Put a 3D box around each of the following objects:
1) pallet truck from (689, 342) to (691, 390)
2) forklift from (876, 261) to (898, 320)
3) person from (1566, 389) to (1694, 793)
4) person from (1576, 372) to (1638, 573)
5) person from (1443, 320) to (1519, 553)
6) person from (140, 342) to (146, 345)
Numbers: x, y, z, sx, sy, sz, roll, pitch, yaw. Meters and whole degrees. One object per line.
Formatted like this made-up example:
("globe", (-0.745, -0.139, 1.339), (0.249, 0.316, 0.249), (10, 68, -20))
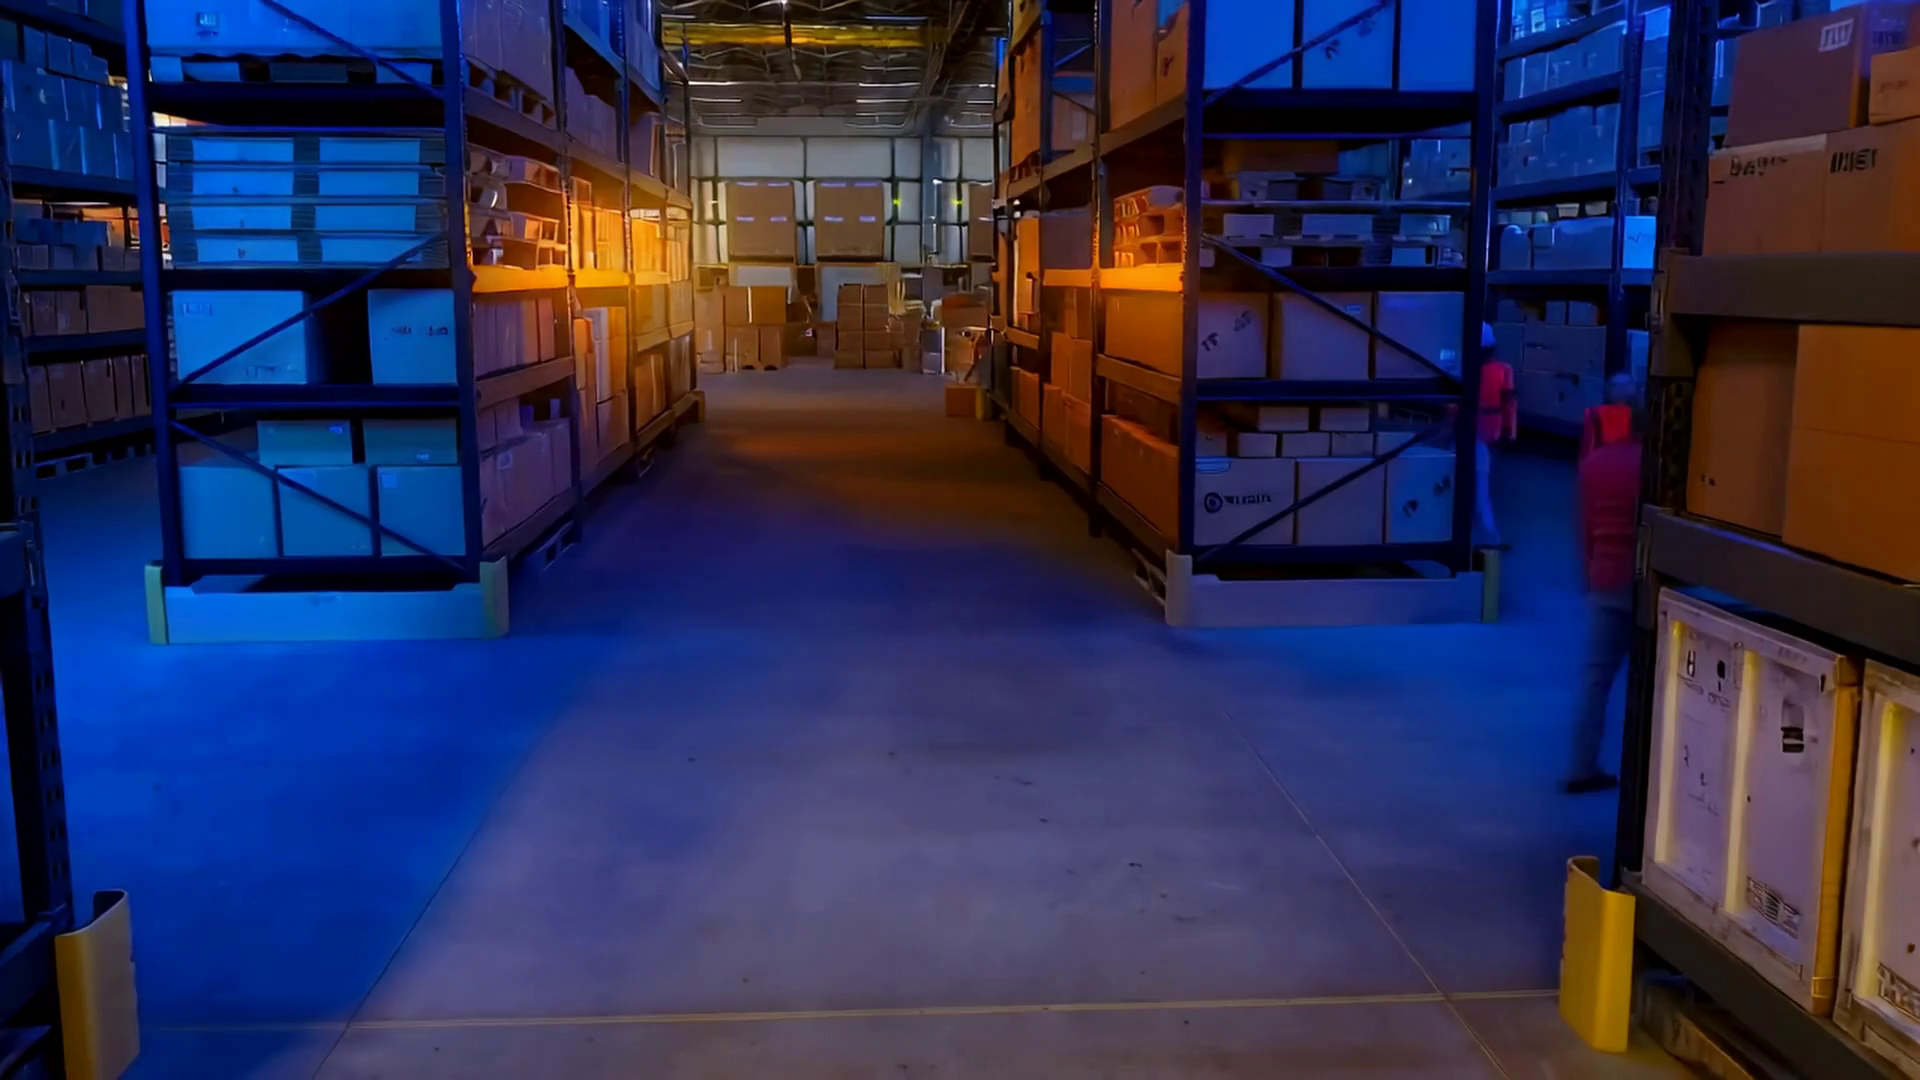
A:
("pallet truck", (-5.225, -3.008, 27.480), (1.885, 1.965, 0.823), (2, 9, 14))
("forklift", (-2.436, -7.880, 55.309), (1.873, 2.768, 1.129), (-6, 11, -32))
("person", (3.180, 0.220, 7.622), (0.965, 1.856, 0.678), (-5, 10, -29))
("person", (5.041, -0.484, 12.832), (0.514, 1.613, 0.677), (5, 10, 28))
("person", (4.479, -0.916, 14.425), (0.604, 1.980, 1.071), (-3, 9, -17))
("person", (-27.474, -7.554, 56.036), (0.396, 1.992, 0.623), (1, 9, 8))
